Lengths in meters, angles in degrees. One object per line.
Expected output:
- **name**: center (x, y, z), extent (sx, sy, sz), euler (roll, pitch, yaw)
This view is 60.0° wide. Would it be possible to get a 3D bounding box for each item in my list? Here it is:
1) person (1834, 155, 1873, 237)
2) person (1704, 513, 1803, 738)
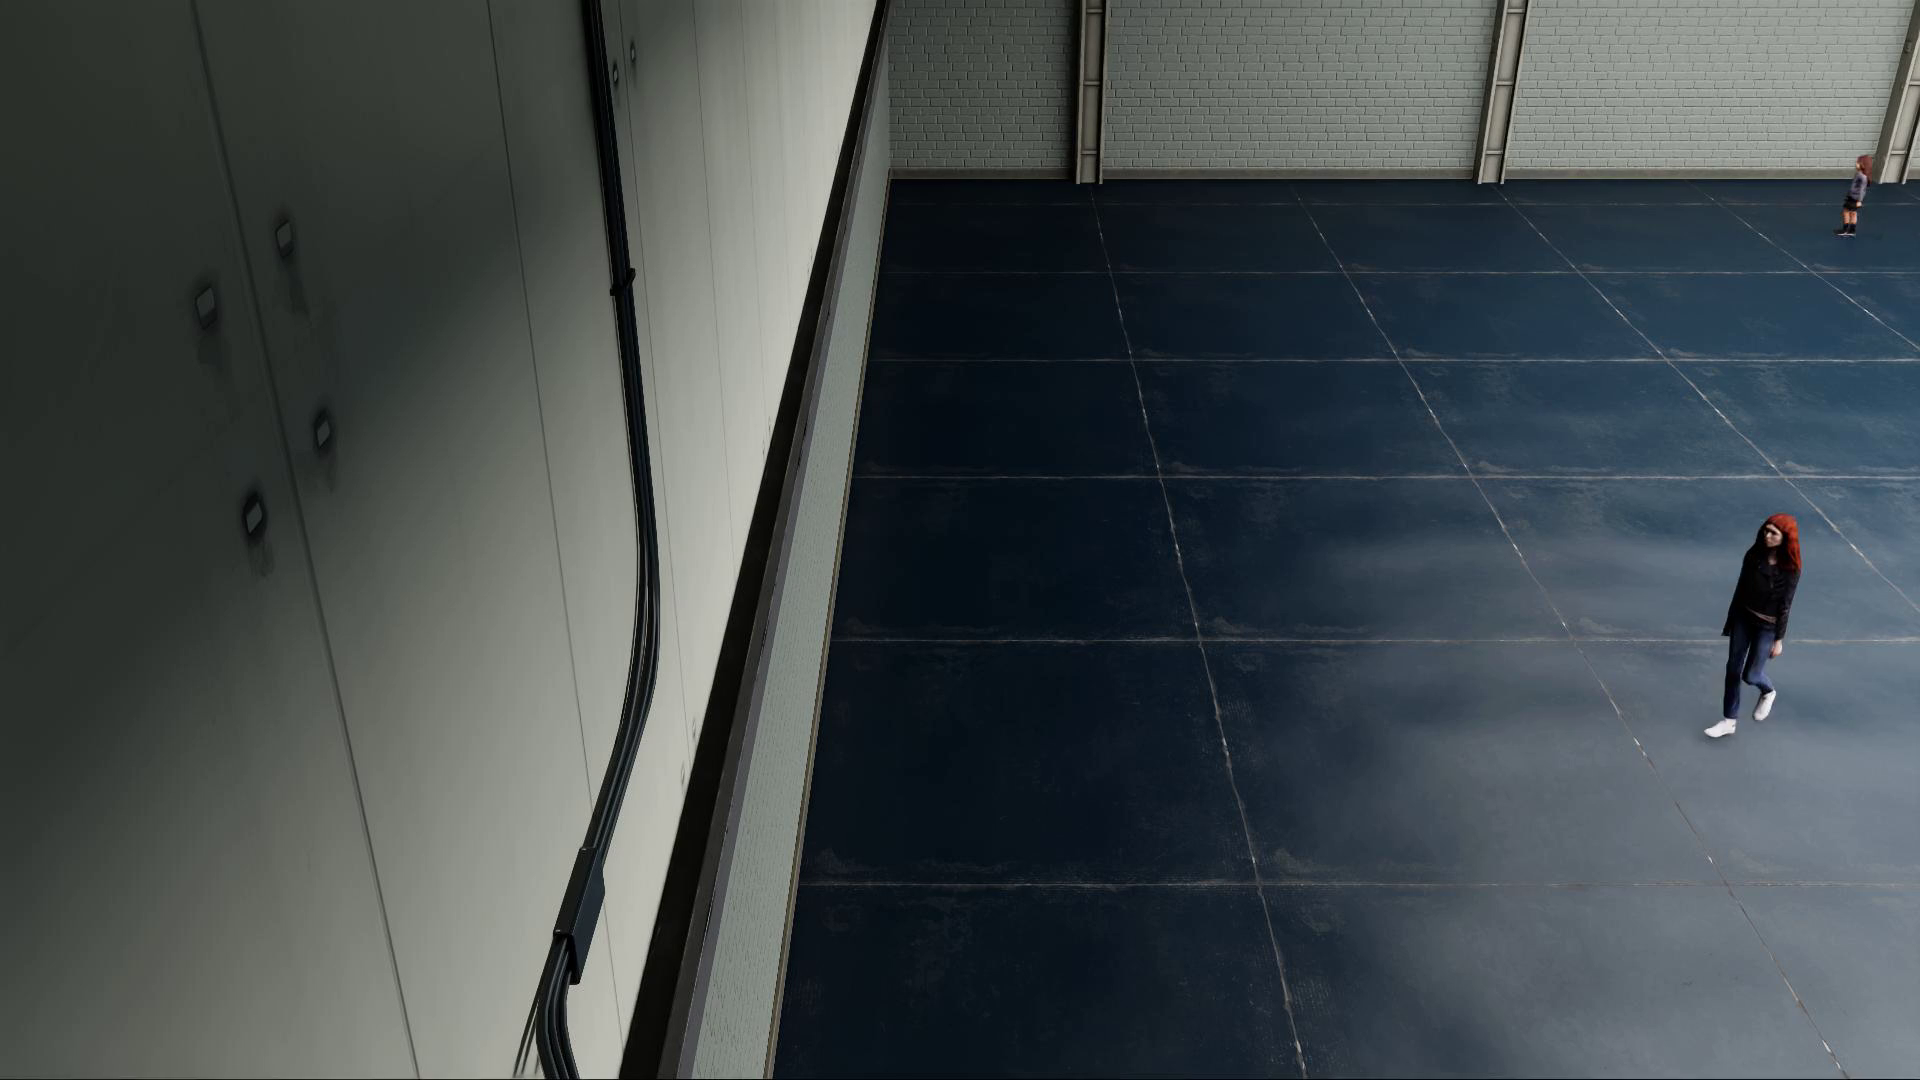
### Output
- **person**: center (12.096, -4.617, 22.346), extent (0.573, 1.098, 0.536), euler (6, 29, 11)
- **person**: center (5.706, 0.618, 11.802), extent (0.925, 1.769, 0.803), euler (-15, 31, -26)
